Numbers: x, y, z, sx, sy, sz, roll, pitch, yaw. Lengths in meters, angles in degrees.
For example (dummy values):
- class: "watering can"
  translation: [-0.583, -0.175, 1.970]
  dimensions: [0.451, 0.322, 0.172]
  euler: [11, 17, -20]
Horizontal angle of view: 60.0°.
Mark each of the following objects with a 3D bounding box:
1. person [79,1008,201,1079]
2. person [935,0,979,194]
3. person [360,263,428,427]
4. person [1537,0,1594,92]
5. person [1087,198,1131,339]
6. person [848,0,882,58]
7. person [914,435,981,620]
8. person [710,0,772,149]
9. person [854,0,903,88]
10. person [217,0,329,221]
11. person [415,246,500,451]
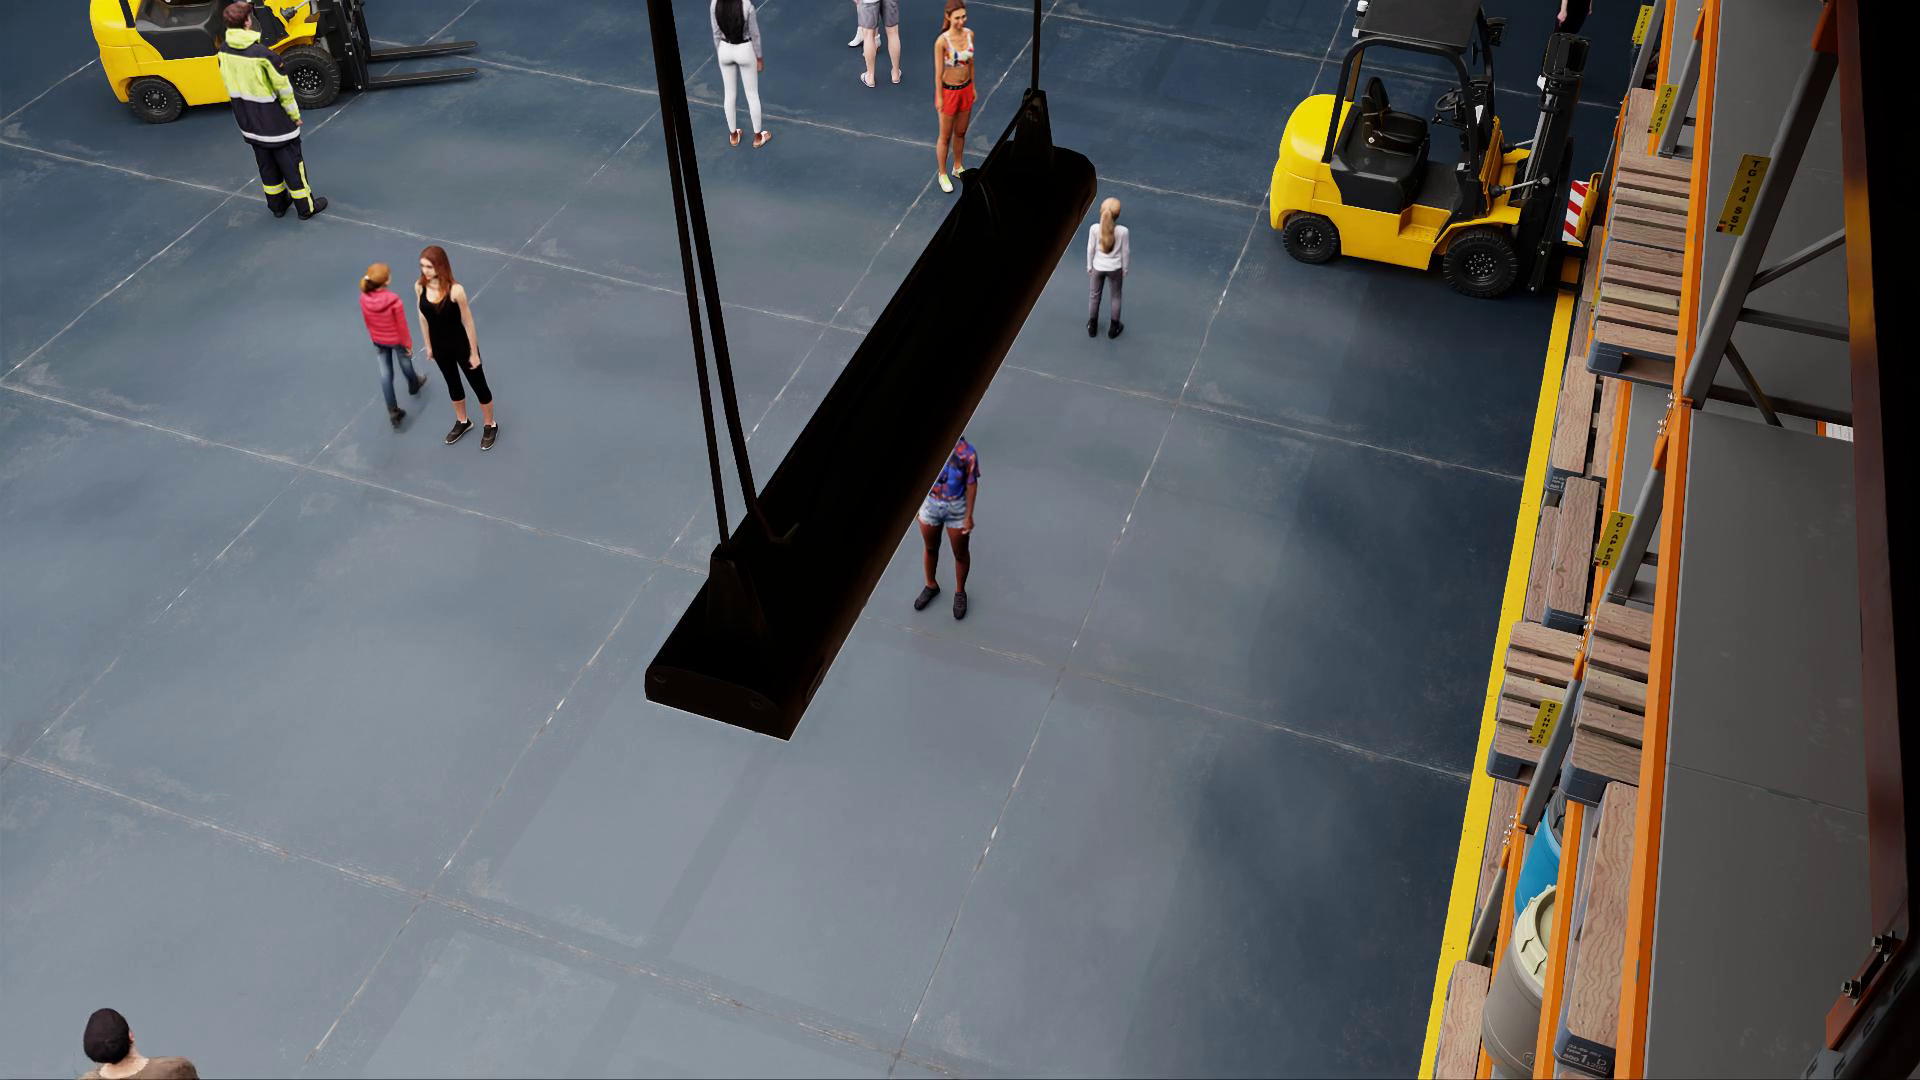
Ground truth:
- class: "person"
  translation: [-3.654, 2.818, 7.669]
  dimensions: [0.780, 1.878, 0.813]
  euler: [-5, 44, -6]
- class: "person"
  translation: [-0.044, -3.993, 14.883]
  dimensions: [0.642, 1.789, 0.733]
  euler: [-26, 49, -25]
- class: "person"
  translation: [-4.340, -1.460, 12.589]
  dimensions: [0.668, 1.285, 0.943]
  euler: [3, 44, 3]
- class: "person"
  translation: [5.986, -5.227, 16.212]
  dimensions: [0.644, 1.742, 0.724]
  euler: [-22, 48, -22]
- class: "person"
  translation: [1.183, -2.186, 13.355]
  dimensions: [0.518, 1.279, 0.537]
  euler: [8, 44, 8]
- class: "person"
  translation: [-0.982, -5.779, 16.731]
  dimensions: [0.701, 1.826, 0.678]
  euler: [-25, 49, -24]
- class: "person"
  translation: [-0.091, -0.203, 10.940]
  dimensions: [0.570, 1.741, 0.510]
  euler: [13, 45, 13]
- class: "person"
  translation: [-2.061, -4.472, 15.433]
  dimensions: [0.622, 1.724, 0.564]
  euler: [8, 44, 8]
- class: "person"
  translation: [-0.796, -5.326, 16.251]
  dimensions: [0.736, 1.832, 0.753]
  euler: [-10, 44, -10]
- class: "person"
  translation: [-6.045, -3.727, 14.465]
  dimensions: [0.793, 1.981, 0.668]
  euler: [10, 44, 10]
- class: "person"
  translation: [-3.713, -1.434, 12.242]
  dimensions: [0.569, 1.726, 0.515]
  euler: [13, 45, 13]
